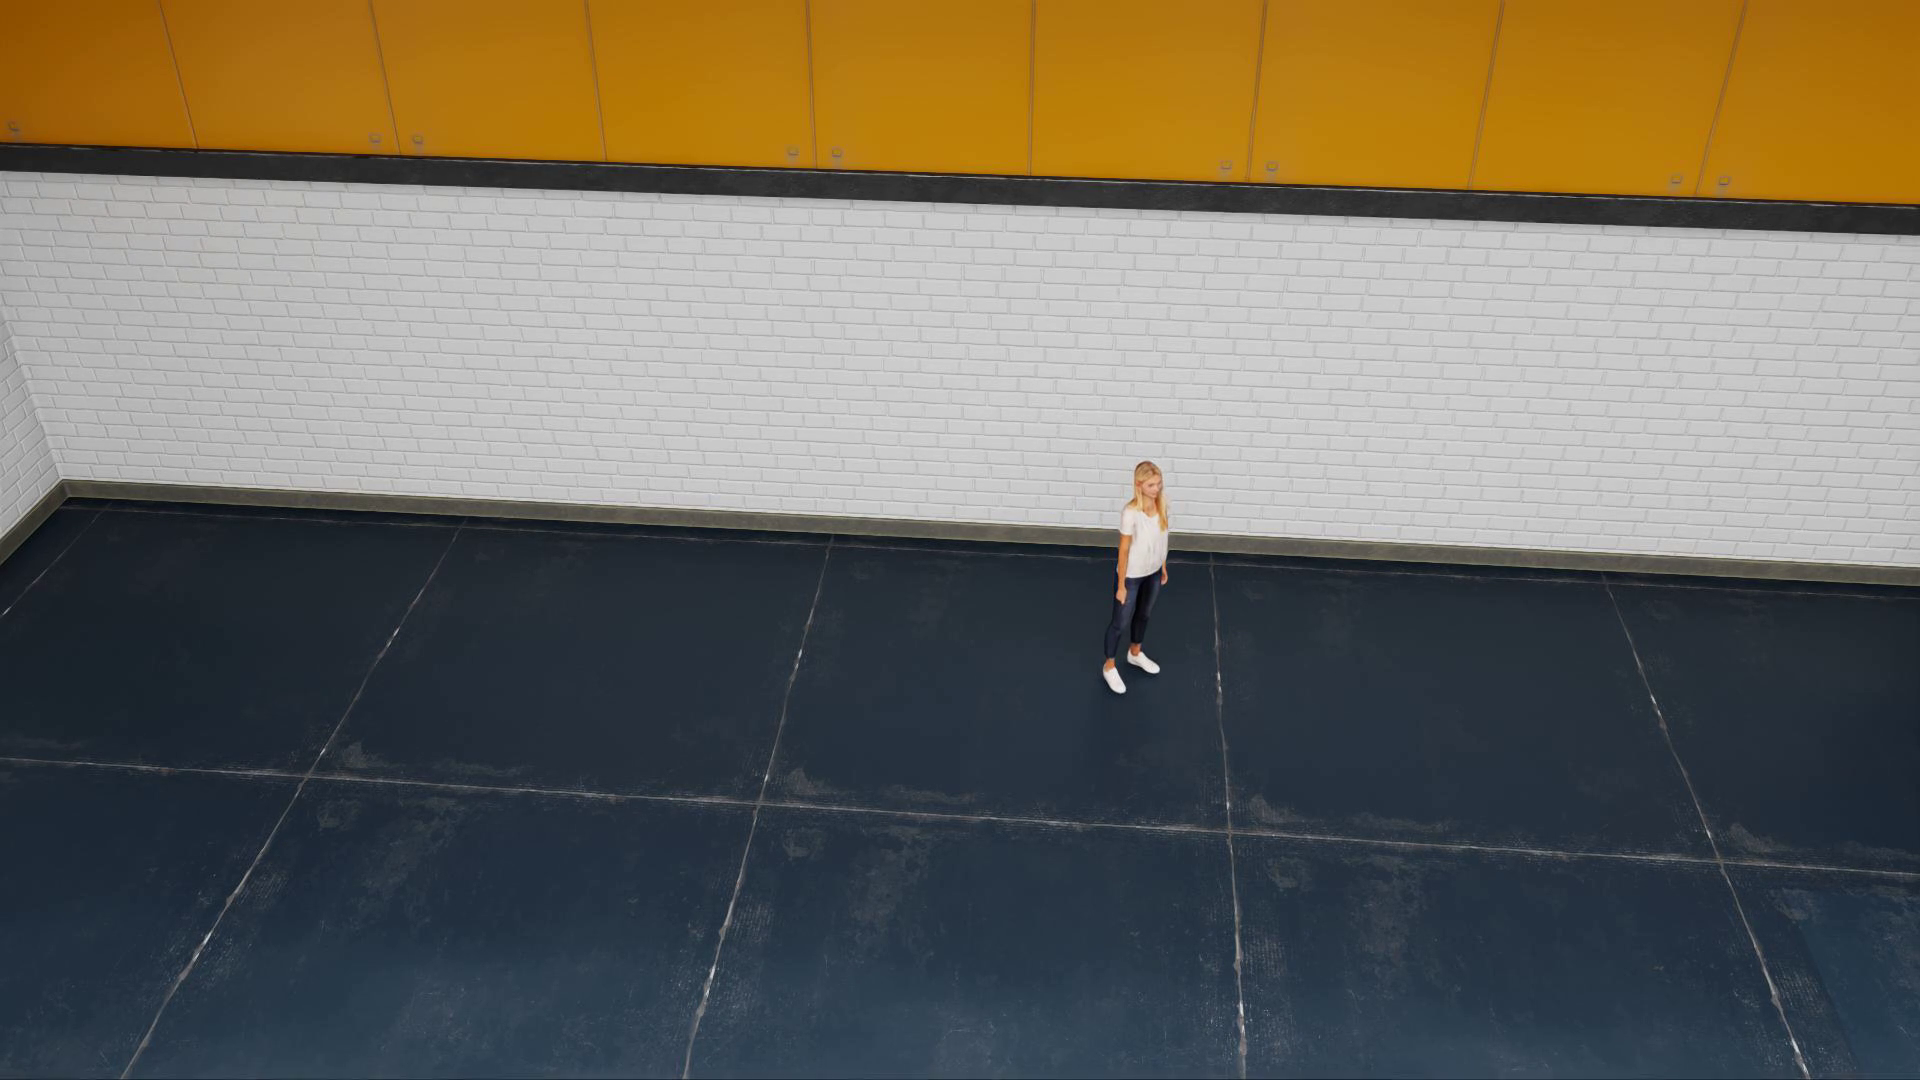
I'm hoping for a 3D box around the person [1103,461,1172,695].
[{"bbox_3d":[1.196,0.227,11.260,0.684,1.801,0.744,-25,41,-33],"label":"person"}]
